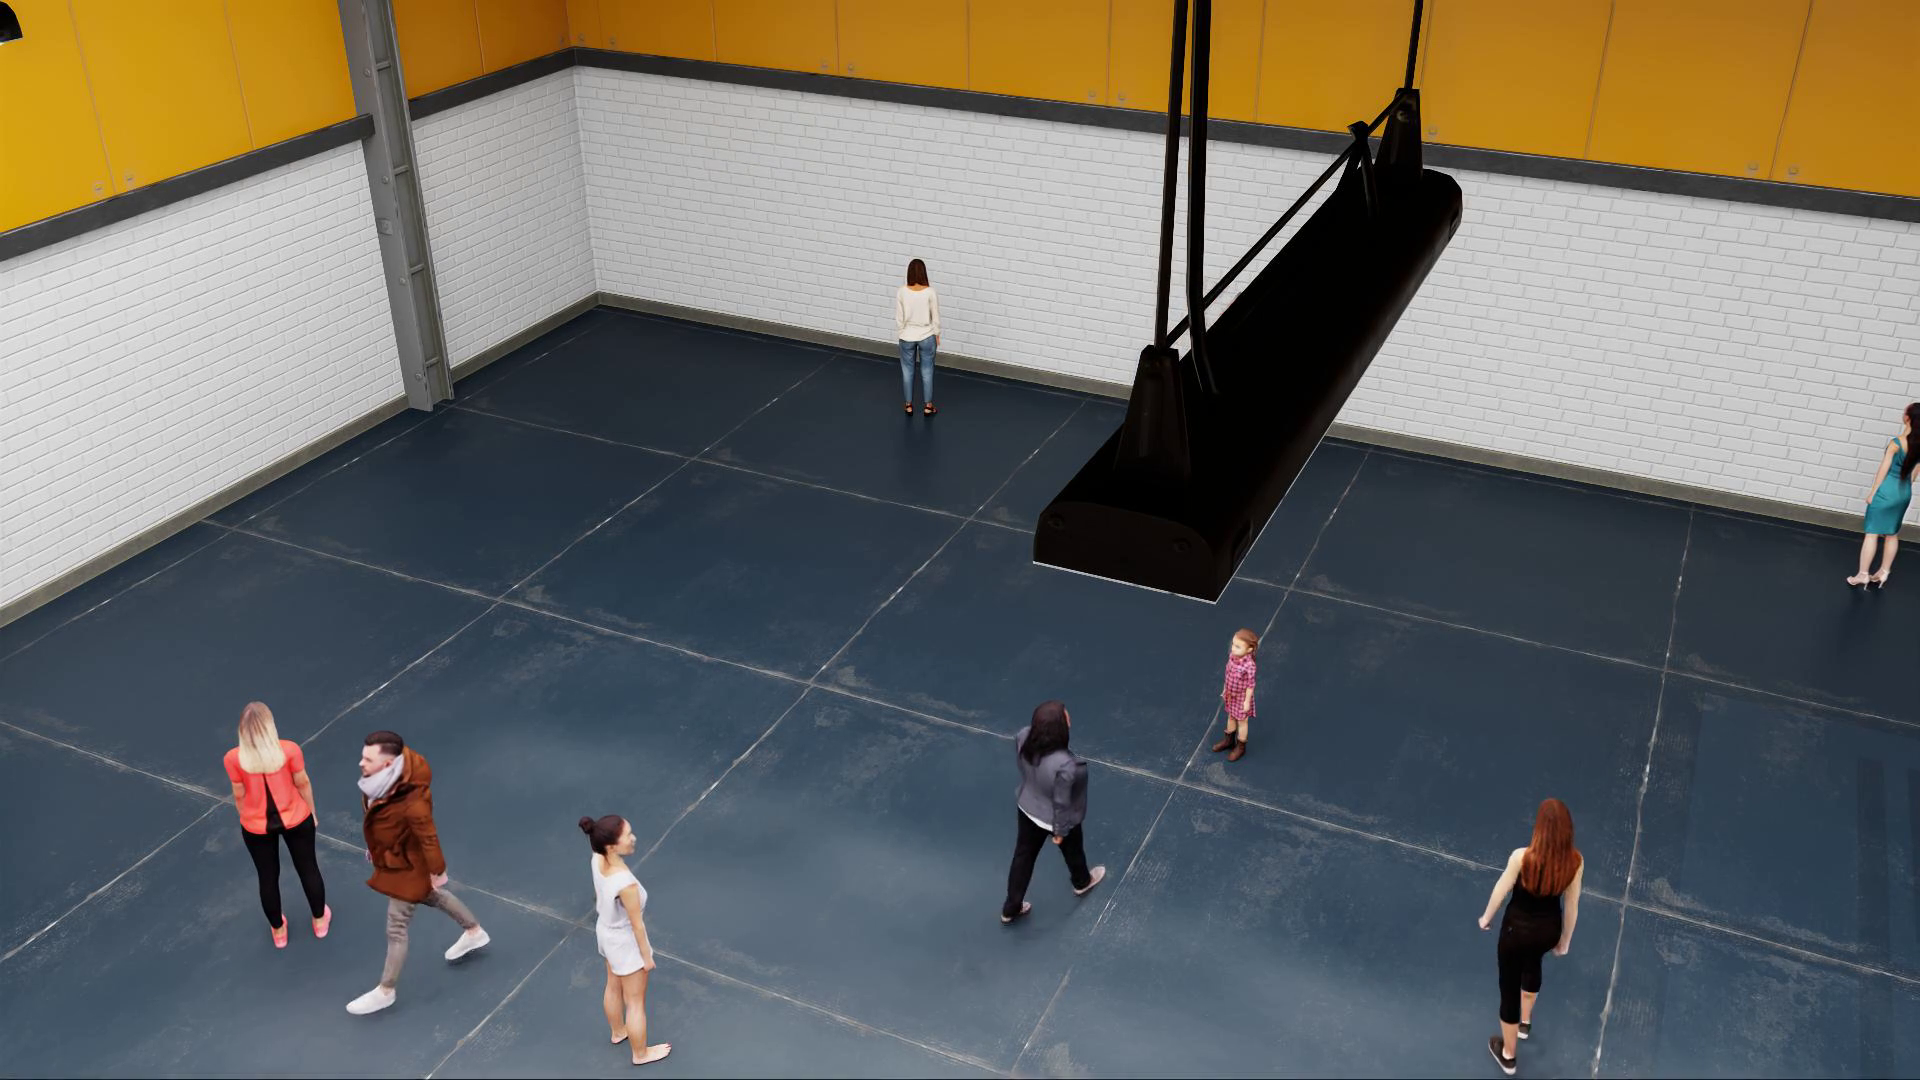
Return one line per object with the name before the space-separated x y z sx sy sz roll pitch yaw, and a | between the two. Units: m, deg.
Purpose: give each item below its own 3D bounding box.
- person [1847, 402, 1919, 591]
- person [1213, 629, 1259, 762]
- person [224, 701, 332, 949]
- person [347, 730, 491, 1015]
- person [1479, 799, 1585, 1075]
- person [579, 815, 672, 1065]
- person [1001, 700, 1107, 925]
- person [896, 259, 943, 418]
person | 7.731 -0.360 13.800 0.599 1.686 0.647 -8 30 -14
person | 1.991 1.083 11.846 0.541 1.022 0.498 -18 34 -30
person | -4.105 1.704 10.008 0.665 1.692 0.723 -10 30 -17
person | -3.124 1.839 9.657 1.264 1.791 1.054 -20 34 -32
person | 3.128 2.208 9.066 0.762 1.710 0.846 -2 29 -4
person | -1.867 2.194 9.193 0.621 1.613 0.630 -22 36 -35
person | 0.485 1.686 10.179 1.139 1.561 0.905 -25 37 -37
person | -0.430 -2.055 16.910 0.668 1.682 0.614 5 29 10
